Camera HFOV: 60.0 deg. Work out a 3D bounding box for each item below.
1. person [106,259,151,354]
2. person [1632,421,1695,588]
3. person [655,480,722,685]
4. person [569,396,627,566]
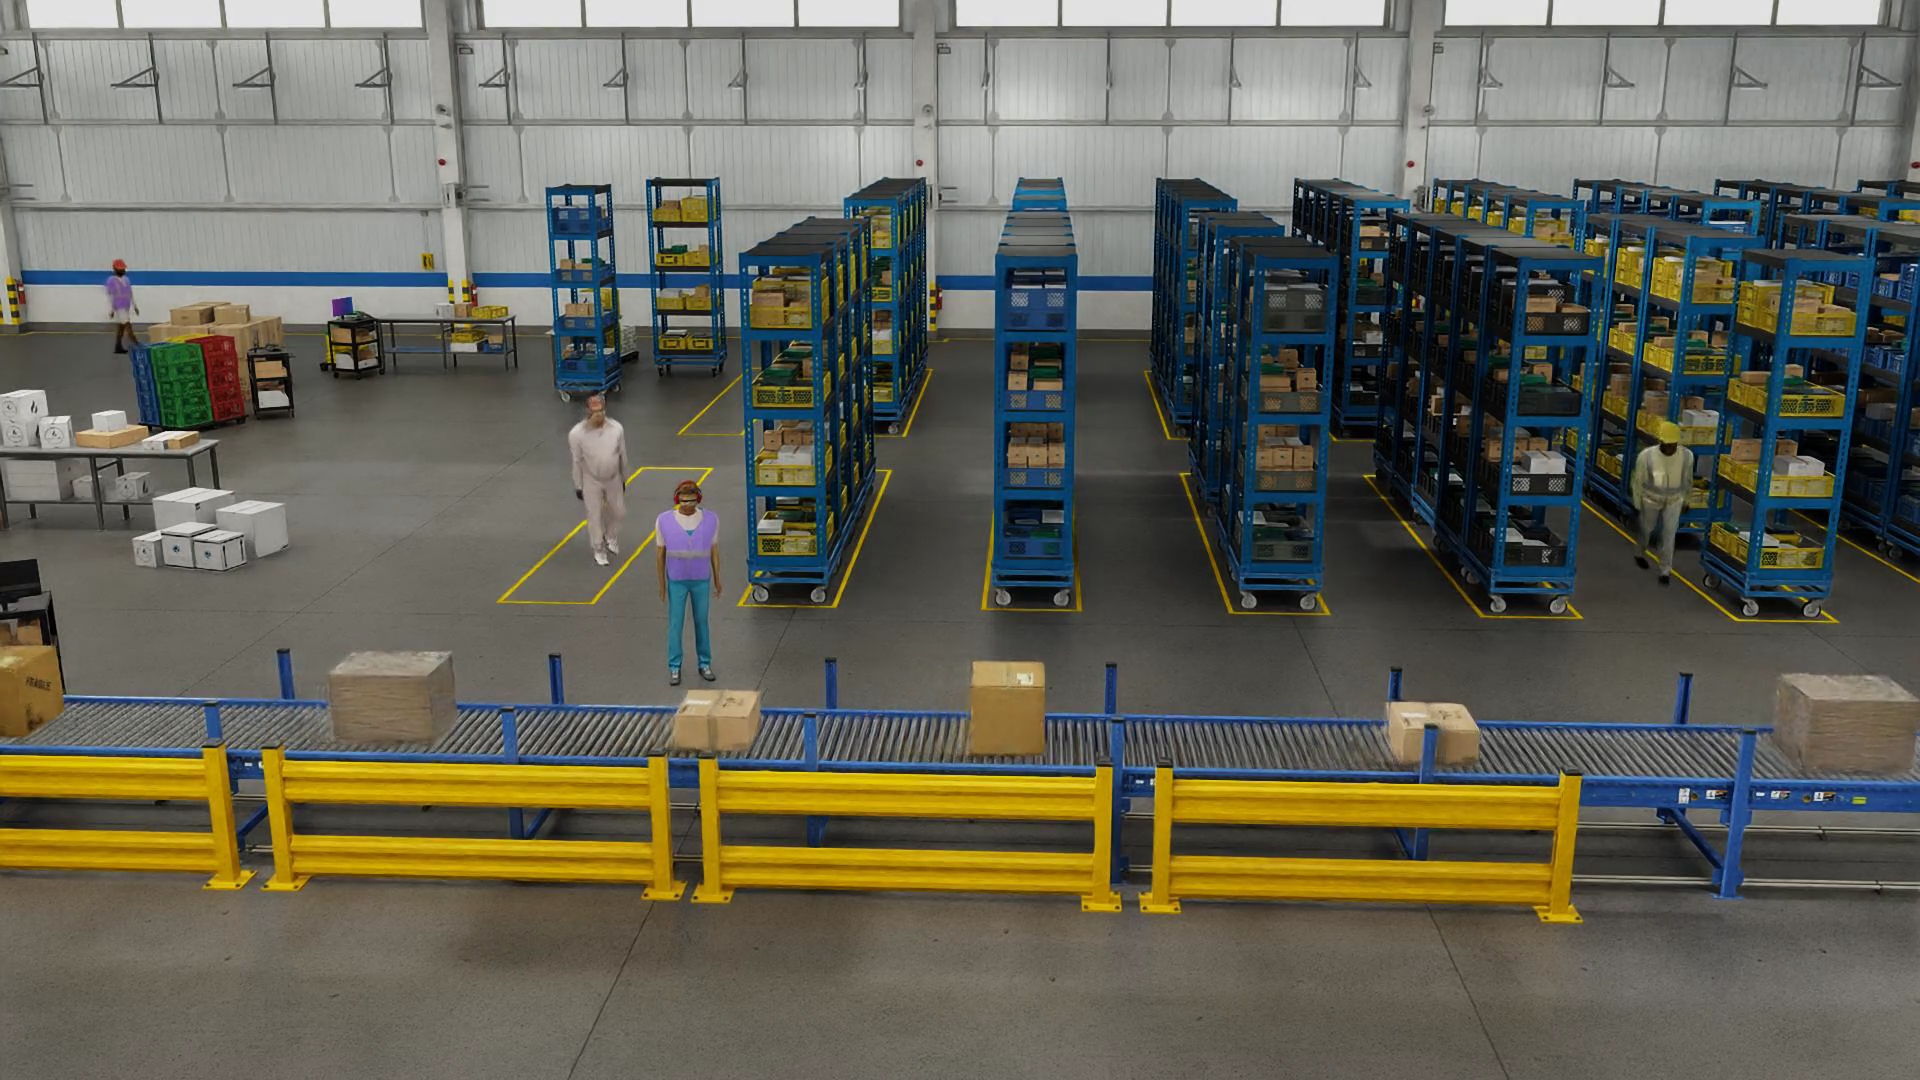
[{"bbox_3d":[-16.607,-4.639,33.171,0.957,1.888,0.569,3,15,11],"label":"person"},{"bbox_3d":[7.531,-0.453,17.878,0.622,1.775,0.915,3,15,13],"label":"person"},{"bbox_3d":[-2.396,0.359,14.722,0.563,1.839,0.388,-5,16,-18],"label":"person"},{"bbox_3d":[-3.977,-0.663,18.415,0.643,1.897,0.450,-9,17,-30],"label":"person"}]
